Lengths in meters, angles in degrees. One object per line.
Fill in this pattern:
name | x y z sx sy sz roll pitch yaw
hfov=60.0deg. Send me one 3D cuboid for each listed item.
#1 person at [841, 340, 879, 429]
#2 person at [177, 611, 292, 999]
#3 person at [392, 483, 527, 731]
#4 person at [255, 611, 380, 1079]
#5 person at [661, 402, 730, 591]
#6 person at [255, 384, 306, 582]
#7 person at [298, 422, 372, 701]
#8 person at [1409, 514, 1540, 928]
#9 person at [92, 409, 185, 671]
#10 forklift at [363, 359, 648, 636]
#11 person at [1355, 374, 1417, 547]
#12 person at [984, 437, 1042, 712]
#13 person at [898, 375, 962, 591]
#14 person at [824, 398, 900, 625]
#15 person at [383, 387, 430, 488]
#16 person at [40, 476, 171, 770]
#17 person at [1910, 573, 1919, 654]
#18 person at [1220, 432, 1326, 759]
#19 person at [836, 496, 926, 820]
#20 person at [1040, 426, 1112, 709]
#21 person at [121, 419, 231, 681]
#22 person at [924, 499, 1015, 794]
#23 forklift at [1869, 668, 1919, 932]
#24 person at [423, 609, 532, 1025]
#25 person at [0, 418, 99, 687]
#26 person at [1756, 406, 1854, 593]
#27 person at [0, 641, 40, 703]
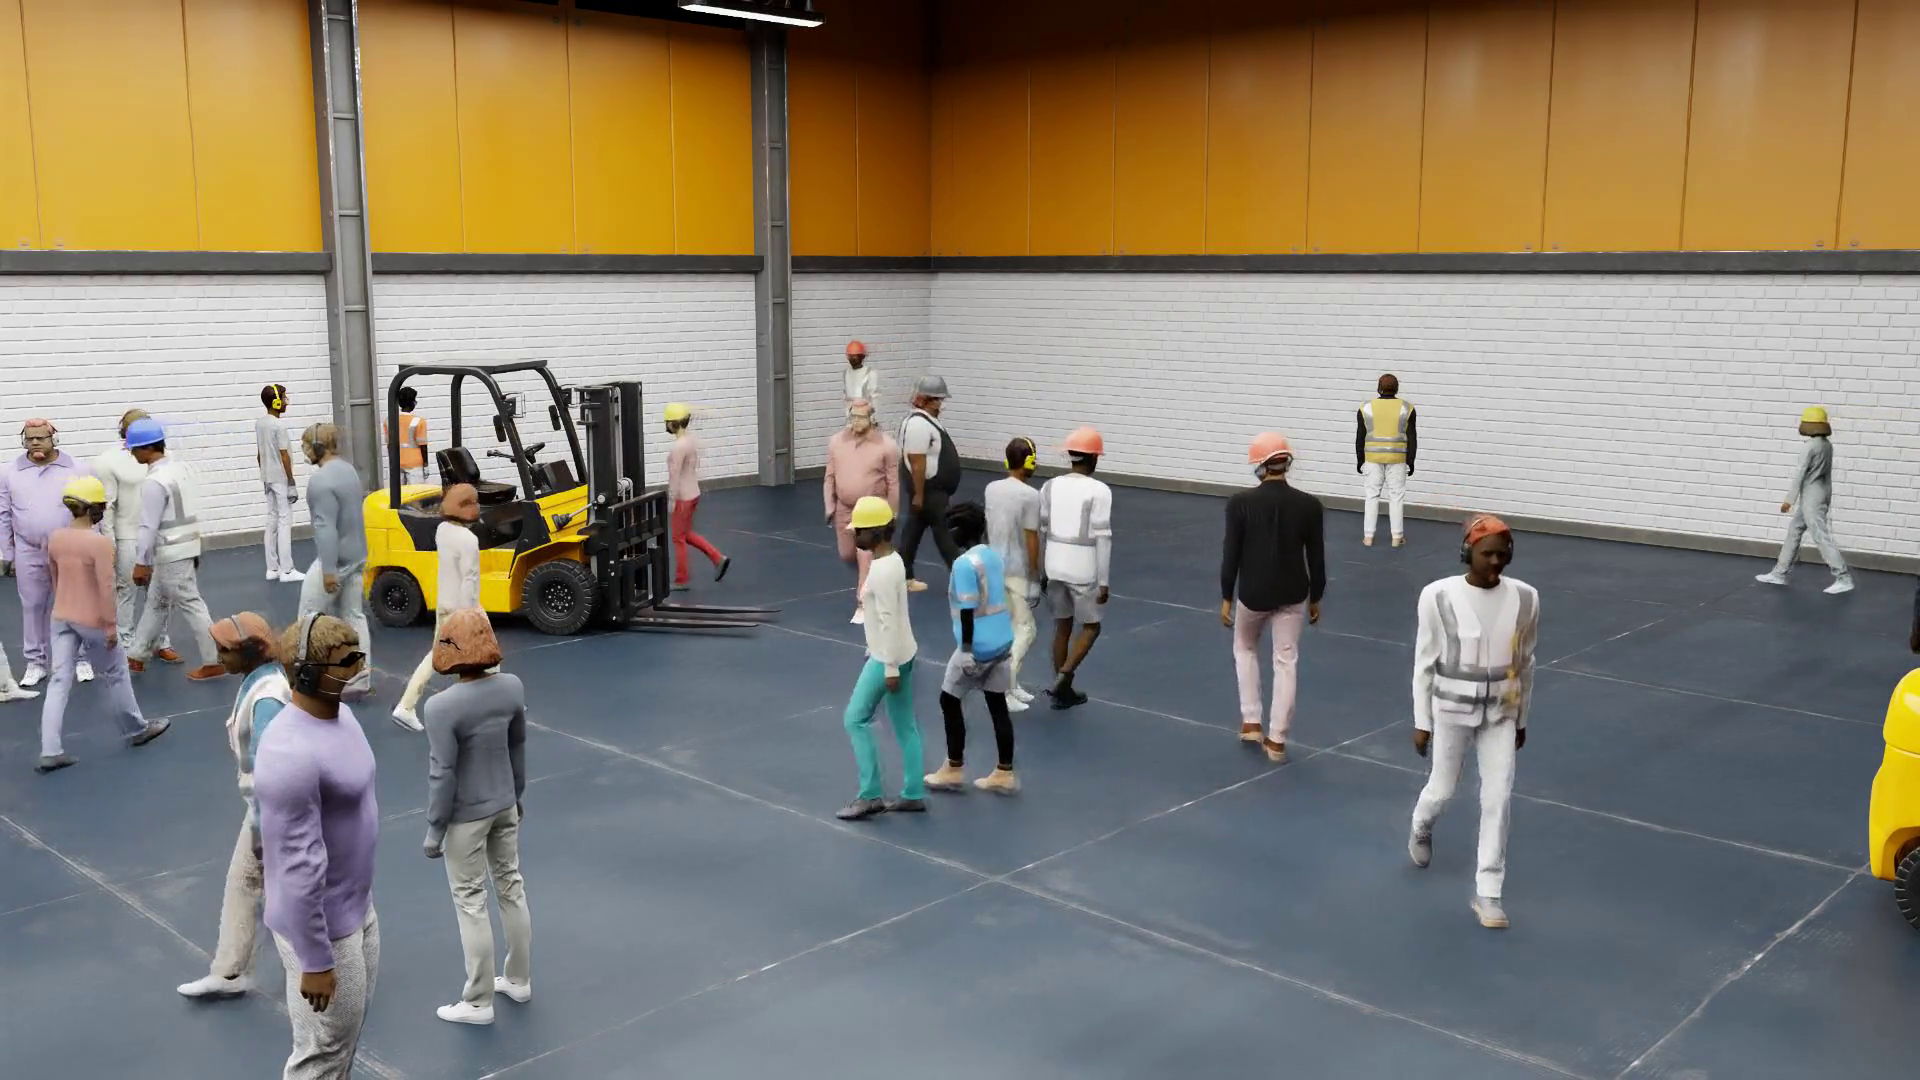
person | -1.300 -1.688 22.364 0.614 2.018 0.920 6 11 31
person | -2.798 1.077 6.637 0.790 1.602 0.613 -5 11 -28
person | -3.261 0.423 10.691 0.496 1.591 0.845 8 13 42
person | -1.912 1.168 5.059 0.359 1.938 0.635 -2 9 -10
person | -2.457 -0.384 15.189 0.540 1.748 0.526 1 9 3
person | -6.433 -0.536 15.737 0.513 1.867 0.328 7 12 37
person | -4.252 0.161 11.293 0.498 1.916 0.671 0 9 1
person | 2.357 0.779 7.724 0.574 1.853 0.859 0 9 -2
person | -6.038 -0.006 12.277 0.351 1.932 0.635 6 11 31
forklift | -3.850 -0.407 13.936 2.313 2.155 1.214 2 9 11
person | 4.535 -0.848 17.715 0.634 1.842 0.429 3 10 17
person | 0.340 0.233 11.147 0.539 1.830 0.530 -8 13 -42
person | -0.163 -0.517 15.084 1.006 2.000 0.696 0 9 1
person | -0.816 -0.276 14.099 0.641 1.882 0.830 4 10 21
person | -5.930 -0.798 17.878 0.534 1.691 0.318 3 10 16
person | -5.214 0.479 9.974 0.542 1.713 0.896 3 10 17
person | 5.739 0.486 9.413 0.899 1.892 0.599 -6 11 -31
person | 1.895 0.324 10.147 0.658 1.963 0.649 0 9 -1
person | -0.457 0.633 8.945 0.611 1.745 0.529 1 9 7
person | 0.750 0.206 11.037 0.582 1.912 0.574 7 12 36
person | -5.703 0.097 11.759 0.986 1.891 0.621 -2 9 -10
person | 0.056 0.600 9.368 0.646 1.655 0.548 5 10 27
forklift | 5.205 0.723 7.013 2.313 2.155 1.214 9 13 43
person | -1.899 1.079 6.538 0.266 1.632 0.509 5 10 27
person | -6.473 0.082 11.820 0.648 1.907 0.409 -4 10 -21
person | 7.845 -0.377 15.264 0.494 1.701 0.892 -9 13 -43
person | -6.719 0.367 11.041 0.876 1.590 0.493 -5 10 -27
